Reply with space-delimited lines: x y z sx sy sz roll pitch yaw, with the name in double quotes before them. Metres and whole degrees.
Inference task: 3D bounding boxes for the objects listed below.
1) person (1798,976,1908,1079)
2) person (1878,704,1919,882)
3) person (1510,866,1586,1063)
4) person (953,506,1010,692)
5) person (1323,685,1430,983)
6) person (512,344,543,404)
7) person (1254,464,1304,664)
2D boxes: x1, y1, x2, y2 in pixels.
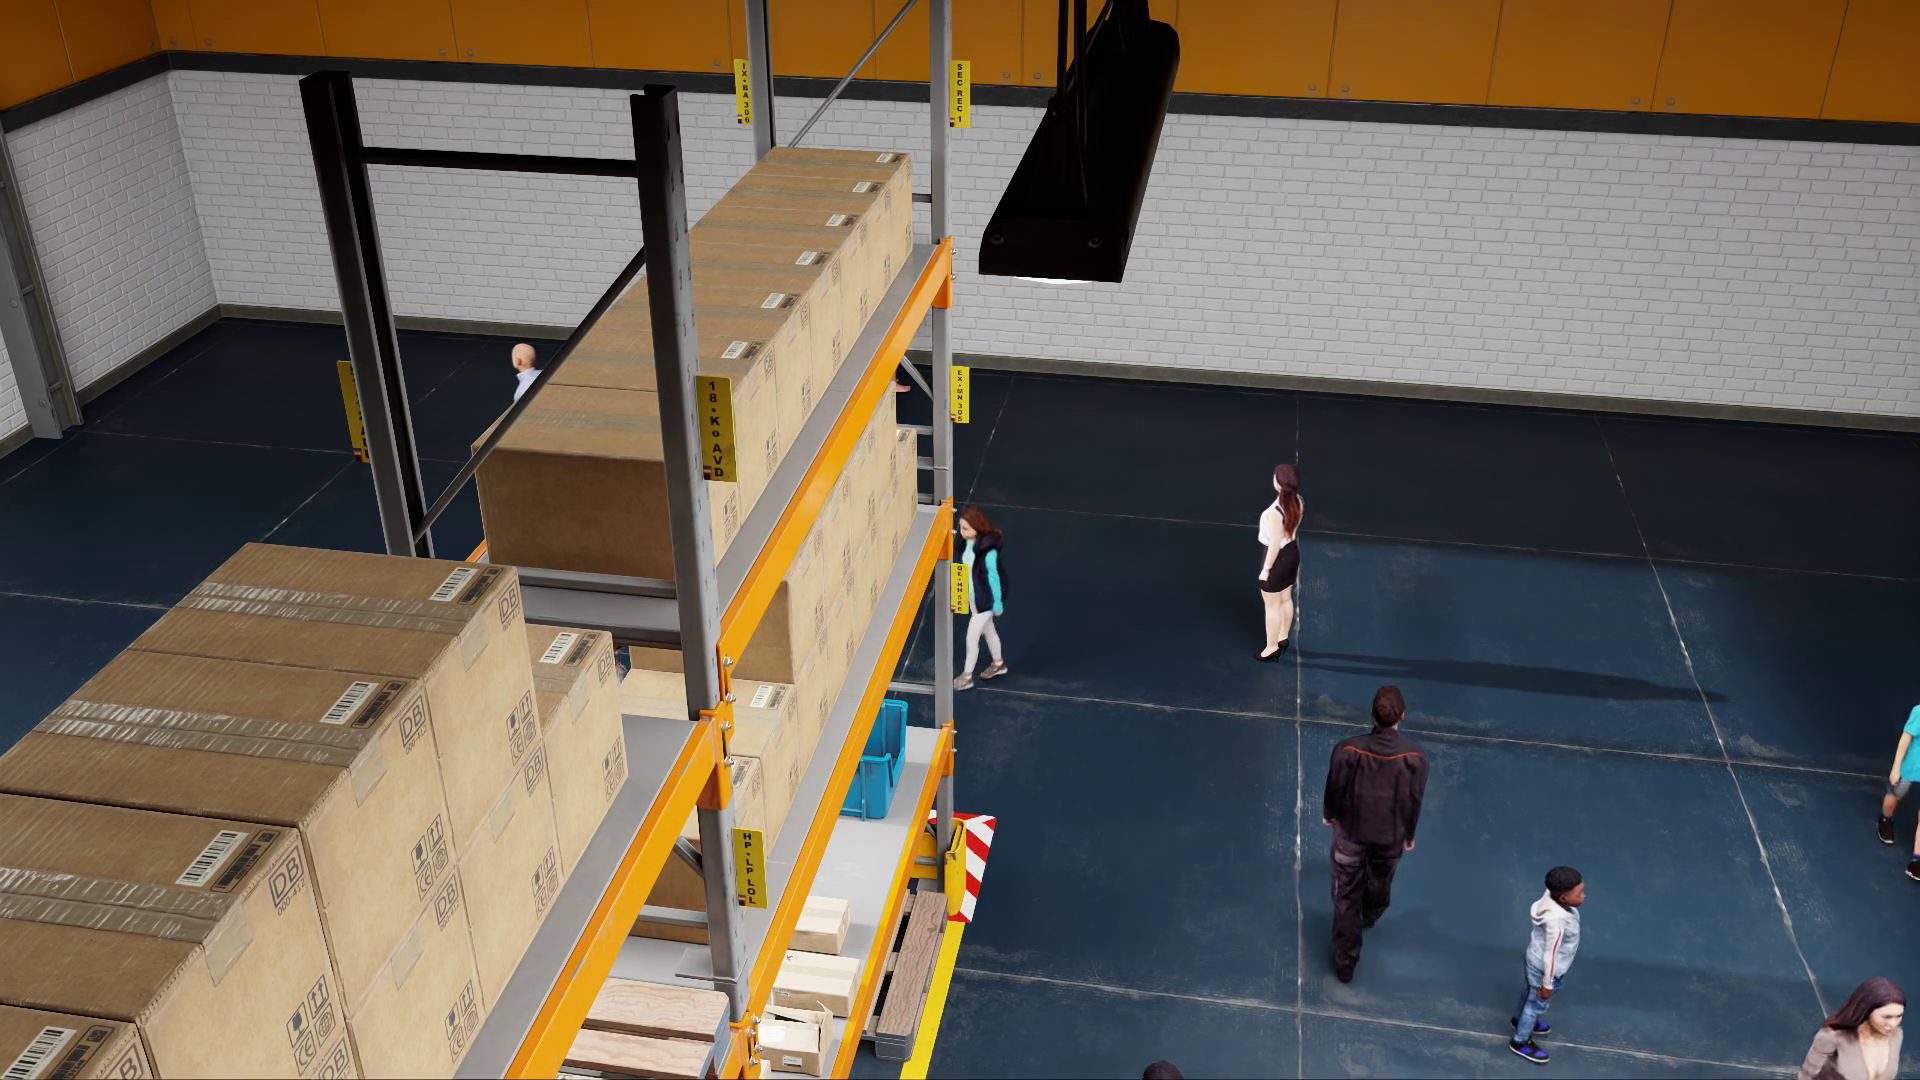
"person" 4.112 2.696 7.918 0.719 1.736 0.791 -4 29 -7
"person" 6.131 1.411 10.614 0.597 1.409 0.972 7 29 13
"person" 3.231 2.300 9.145 0.570 1.256 0.460 9 30 16
"person" 0.226 0.402 12.398 0.884 1.473 0.844 -15 32 -25
"person" 2.353 1.729 9.532 0.706 1.889 0.998 4 29 7
"person" -3.649 -0.851 14.364 0.717 1.790 0.508 7 29 13
"person" 2.421 0.176 12.630 0.700 1.648 0.588 20 35 32
